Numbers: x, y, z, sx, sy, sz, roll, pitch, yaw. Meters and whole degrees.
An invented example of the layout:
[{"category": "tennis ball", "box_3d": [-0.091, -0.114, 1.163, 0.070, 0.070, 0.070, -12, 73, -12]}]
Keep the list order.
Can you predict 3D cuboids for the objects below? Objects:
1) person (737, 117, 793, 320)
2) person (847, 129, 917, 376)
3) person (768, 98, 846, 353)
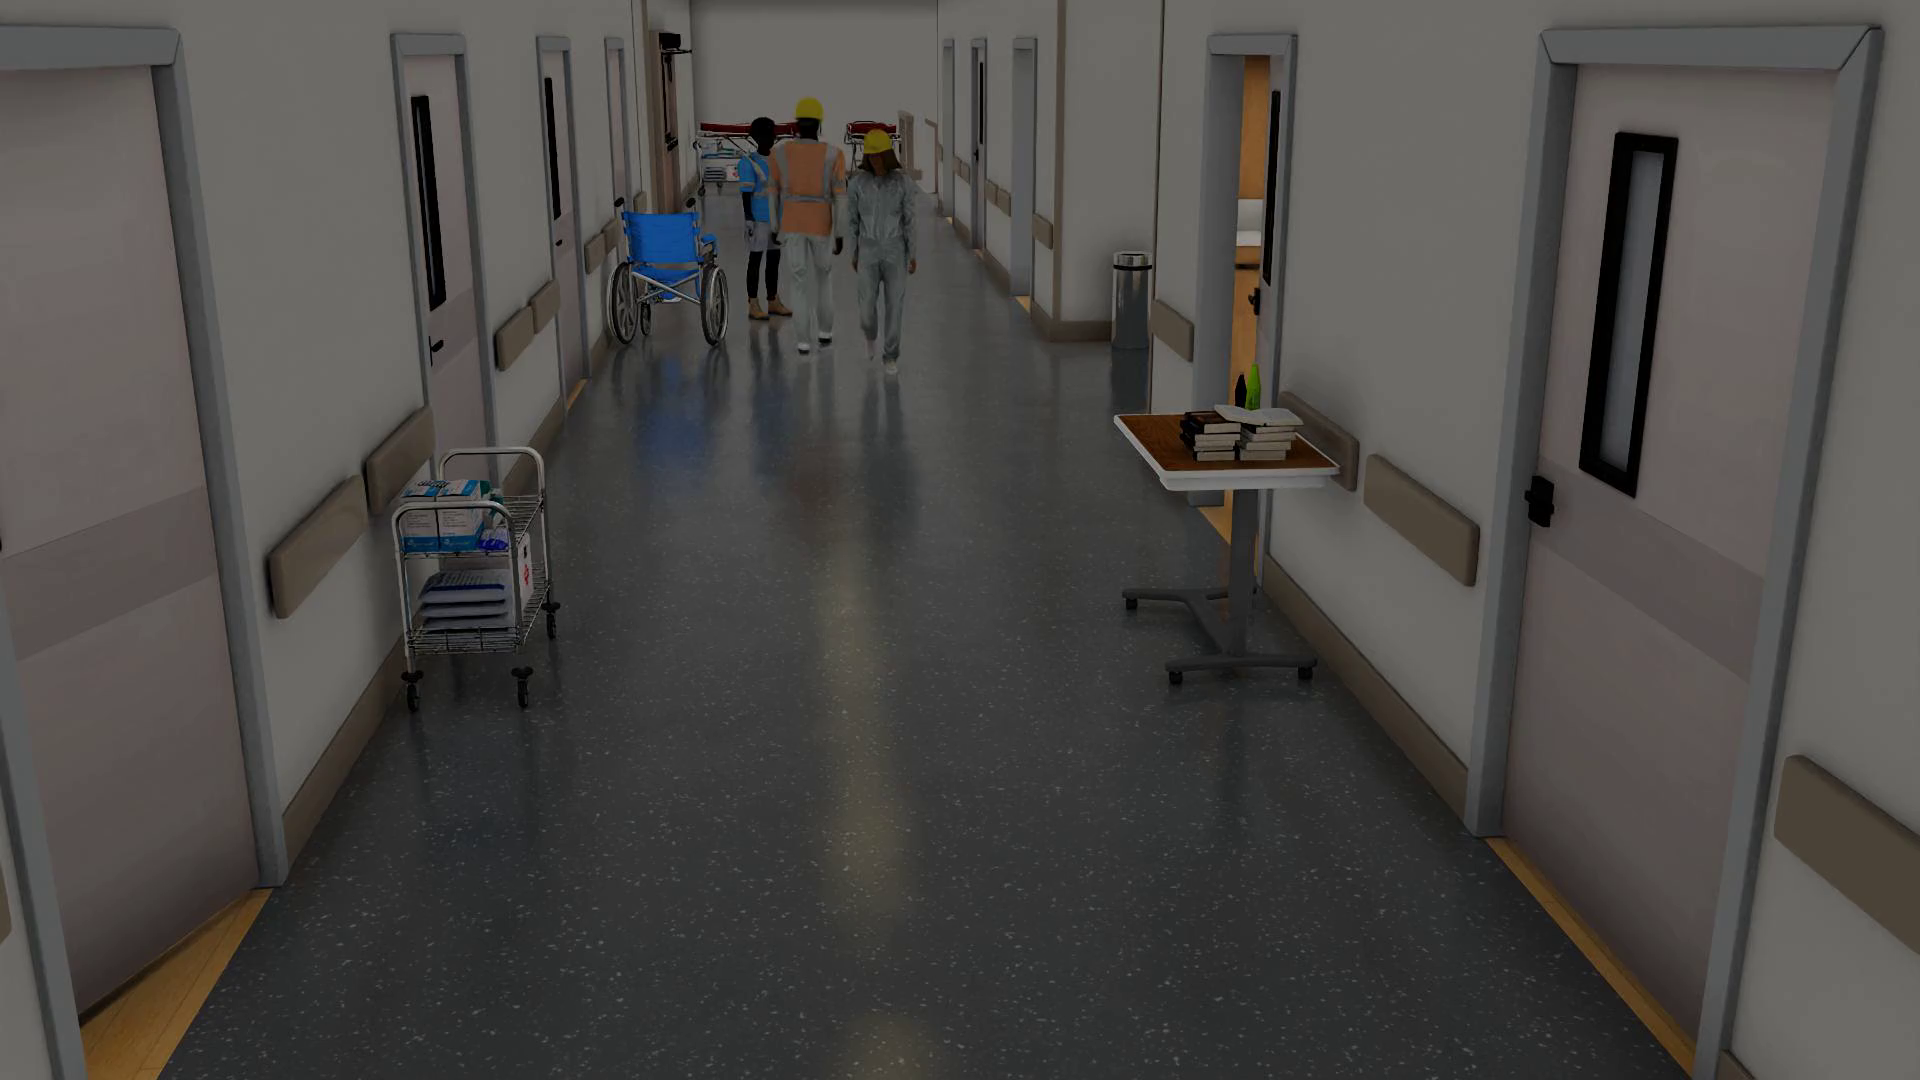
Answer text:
[{"category": "person", "box_3d": [-1.655, -2.737, 14.186, 0.316, 1.696, 0.540, 12, 20, 35]}, {"category": "person", "box_3d": [-0.548, -2.041, 11.813, 0.489, 1.726, 0.451, -1, 17, -3]}, {"category": "person", "box_3d": [-1.168, -2.426, 12.823, 0.599, 1.890, 0.873, -1, 17, -3]}]
